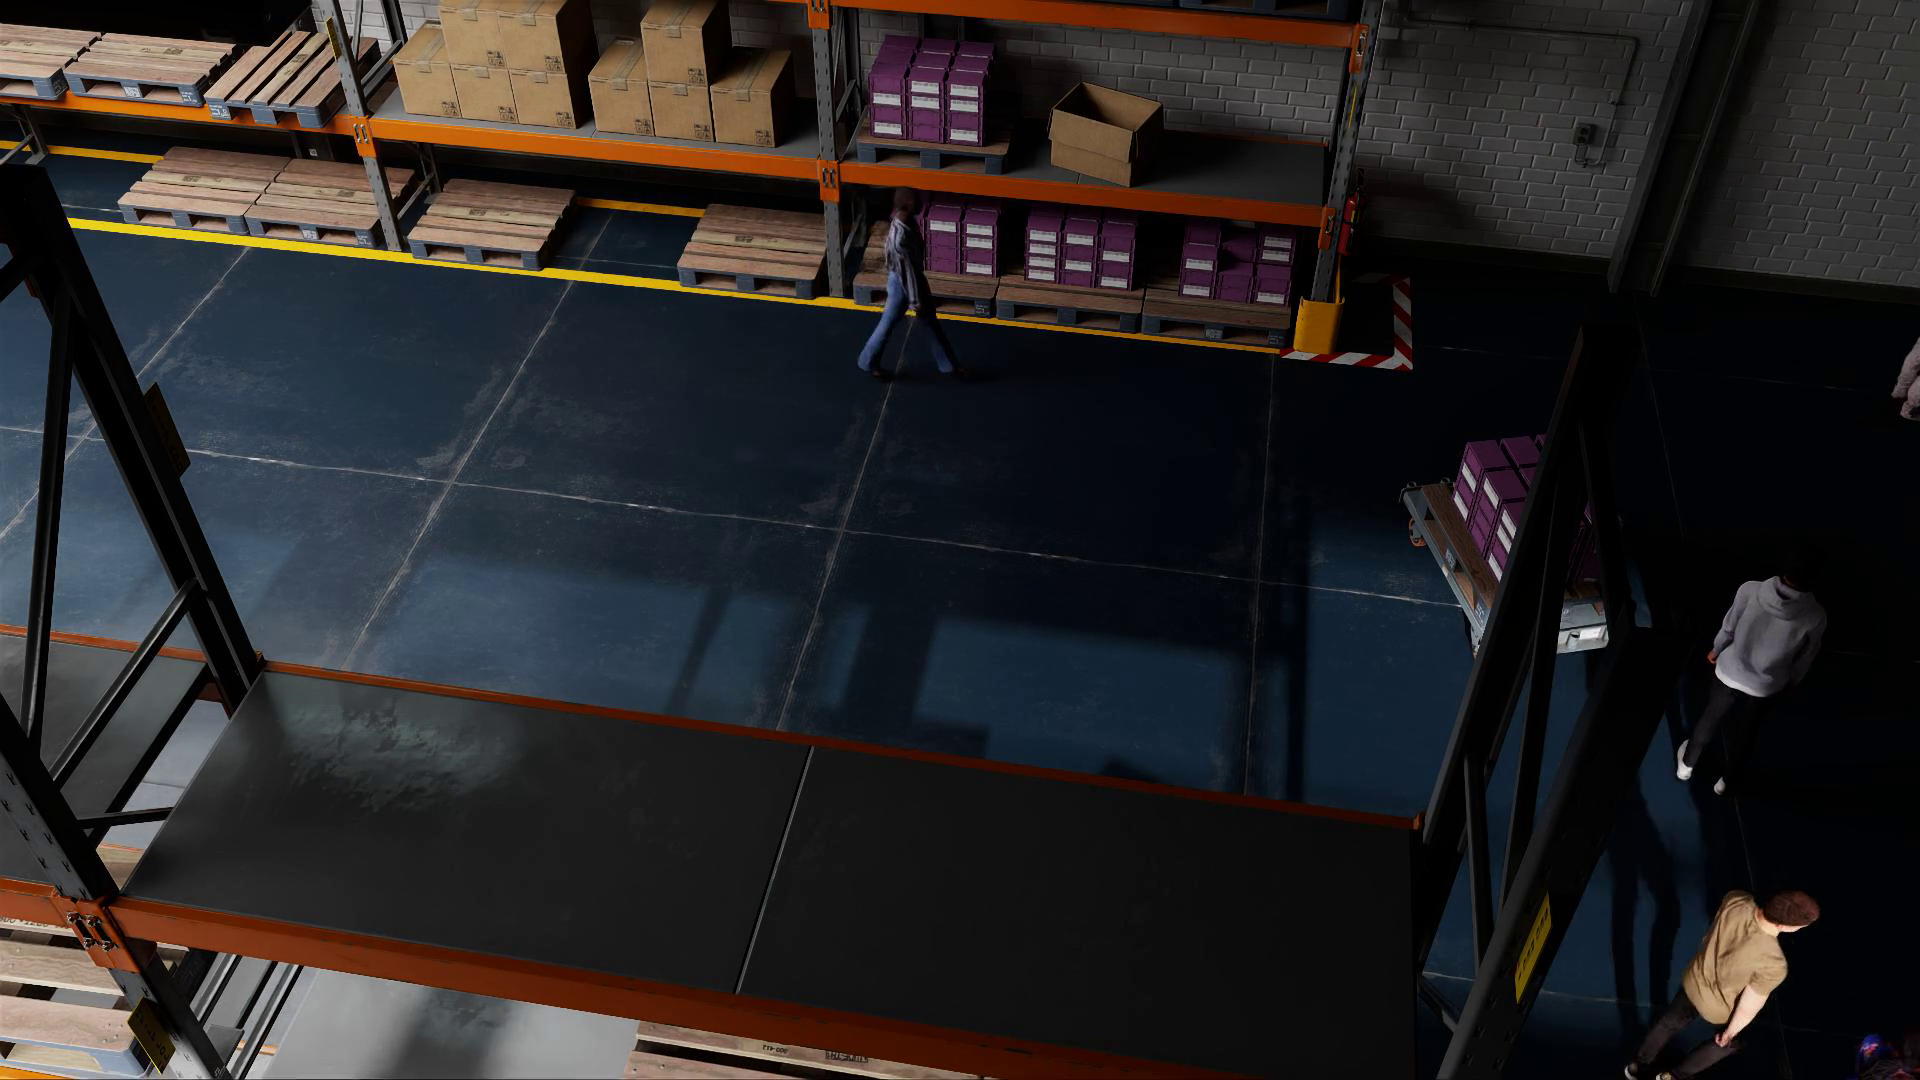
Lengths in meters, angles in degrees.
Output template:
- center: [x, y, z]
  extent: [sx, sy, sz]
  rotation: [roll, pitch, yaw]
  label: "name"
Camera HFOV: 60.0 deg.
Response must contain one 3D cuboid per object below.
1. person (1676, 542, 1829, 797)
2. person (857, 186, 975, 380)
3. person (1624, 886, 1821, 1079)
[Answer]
- center: [4.673, 0.766, 9.800]
  extent: [0.660, 1.929, 0.817]
  rotation: [25, 49, 24]
  label: "person"
- center: [-0.507, -1.894, 12.732]
  extent: [1.158, 1.736, 0.685]
  rotation: [5, 44, 5]
  label: "person"
- center: [3.692, 2.270, 8.292]
  extent: [0.813, 1.831, 0.848]
  rotation: [-10, 45, -11]
  label: "person"
